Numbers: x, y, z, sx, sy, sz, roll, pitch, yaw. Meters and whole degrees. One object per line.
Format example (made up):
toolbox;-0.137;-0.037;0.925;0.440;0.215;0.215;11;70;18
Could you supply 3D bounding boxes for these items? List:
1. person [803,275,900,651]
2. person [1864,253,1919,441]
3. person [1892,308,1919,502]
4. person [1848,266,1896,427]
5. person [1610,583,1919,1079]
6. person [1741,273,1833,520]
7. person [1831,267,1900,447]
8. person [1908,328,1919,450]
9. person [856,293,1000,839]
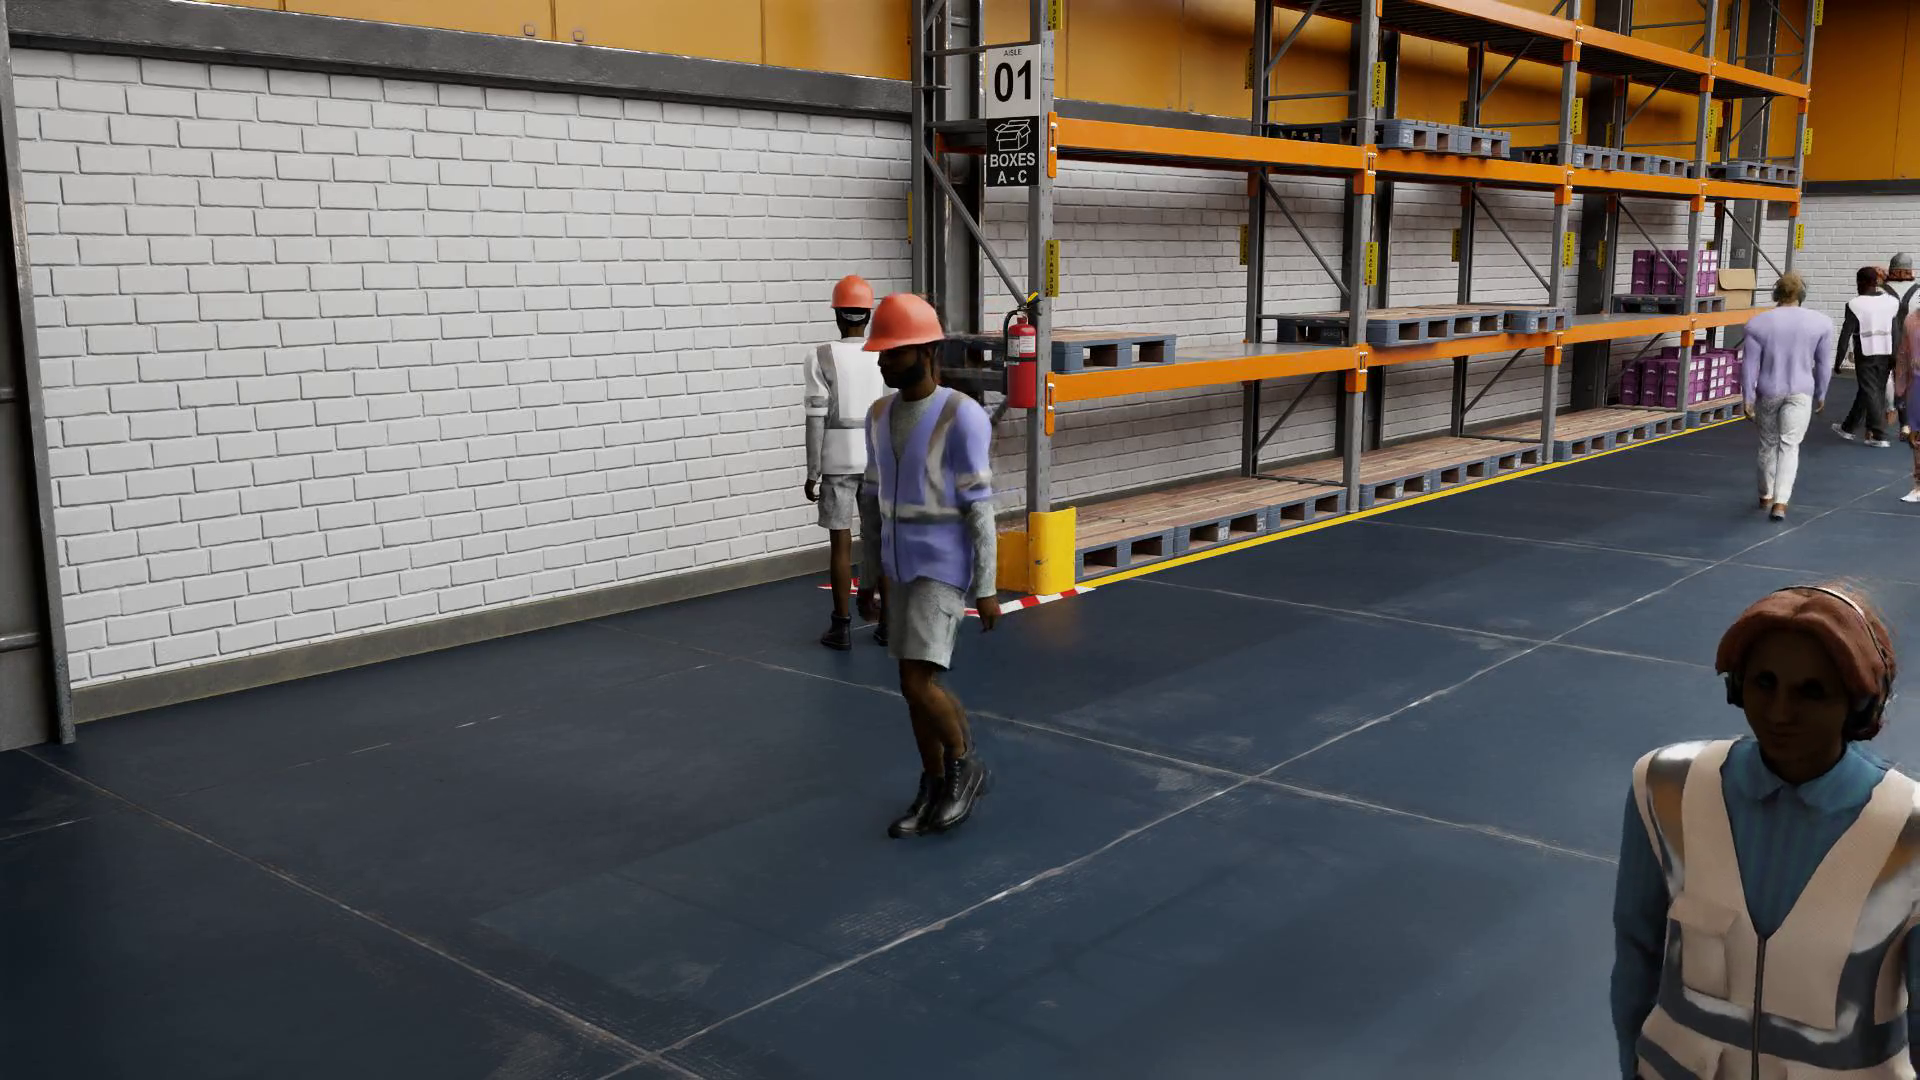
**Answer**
person;-0.550;-0.397;8.635;0.550;1.935;0.376;-3;10;-18
person;10.101;-2.089;17.973;0.686;2.000;0.704;4;11;21
person;7.964;-1.232;13.563;0.484;1.884;0.660;-4;11;-23
person;10.604;-2.223;19.238;0.407;1.866;0.614;-9;13;-41
person;1.147;0.861;2.353;0.515;1.626;0.383;9;13;41
person;6.377;-1.112;12.889;0.630;1.887;1.034;5;11;28
person;9.567;-1.948;17.657;0.610;1.866;0.985;-2;10;-12
person;6.209;-0.732;10.286;0.619;2.025;0.459;8;13;37
person;-0.143;0.112;5.772;0.419;1.920;0.579;-9;14;-42
